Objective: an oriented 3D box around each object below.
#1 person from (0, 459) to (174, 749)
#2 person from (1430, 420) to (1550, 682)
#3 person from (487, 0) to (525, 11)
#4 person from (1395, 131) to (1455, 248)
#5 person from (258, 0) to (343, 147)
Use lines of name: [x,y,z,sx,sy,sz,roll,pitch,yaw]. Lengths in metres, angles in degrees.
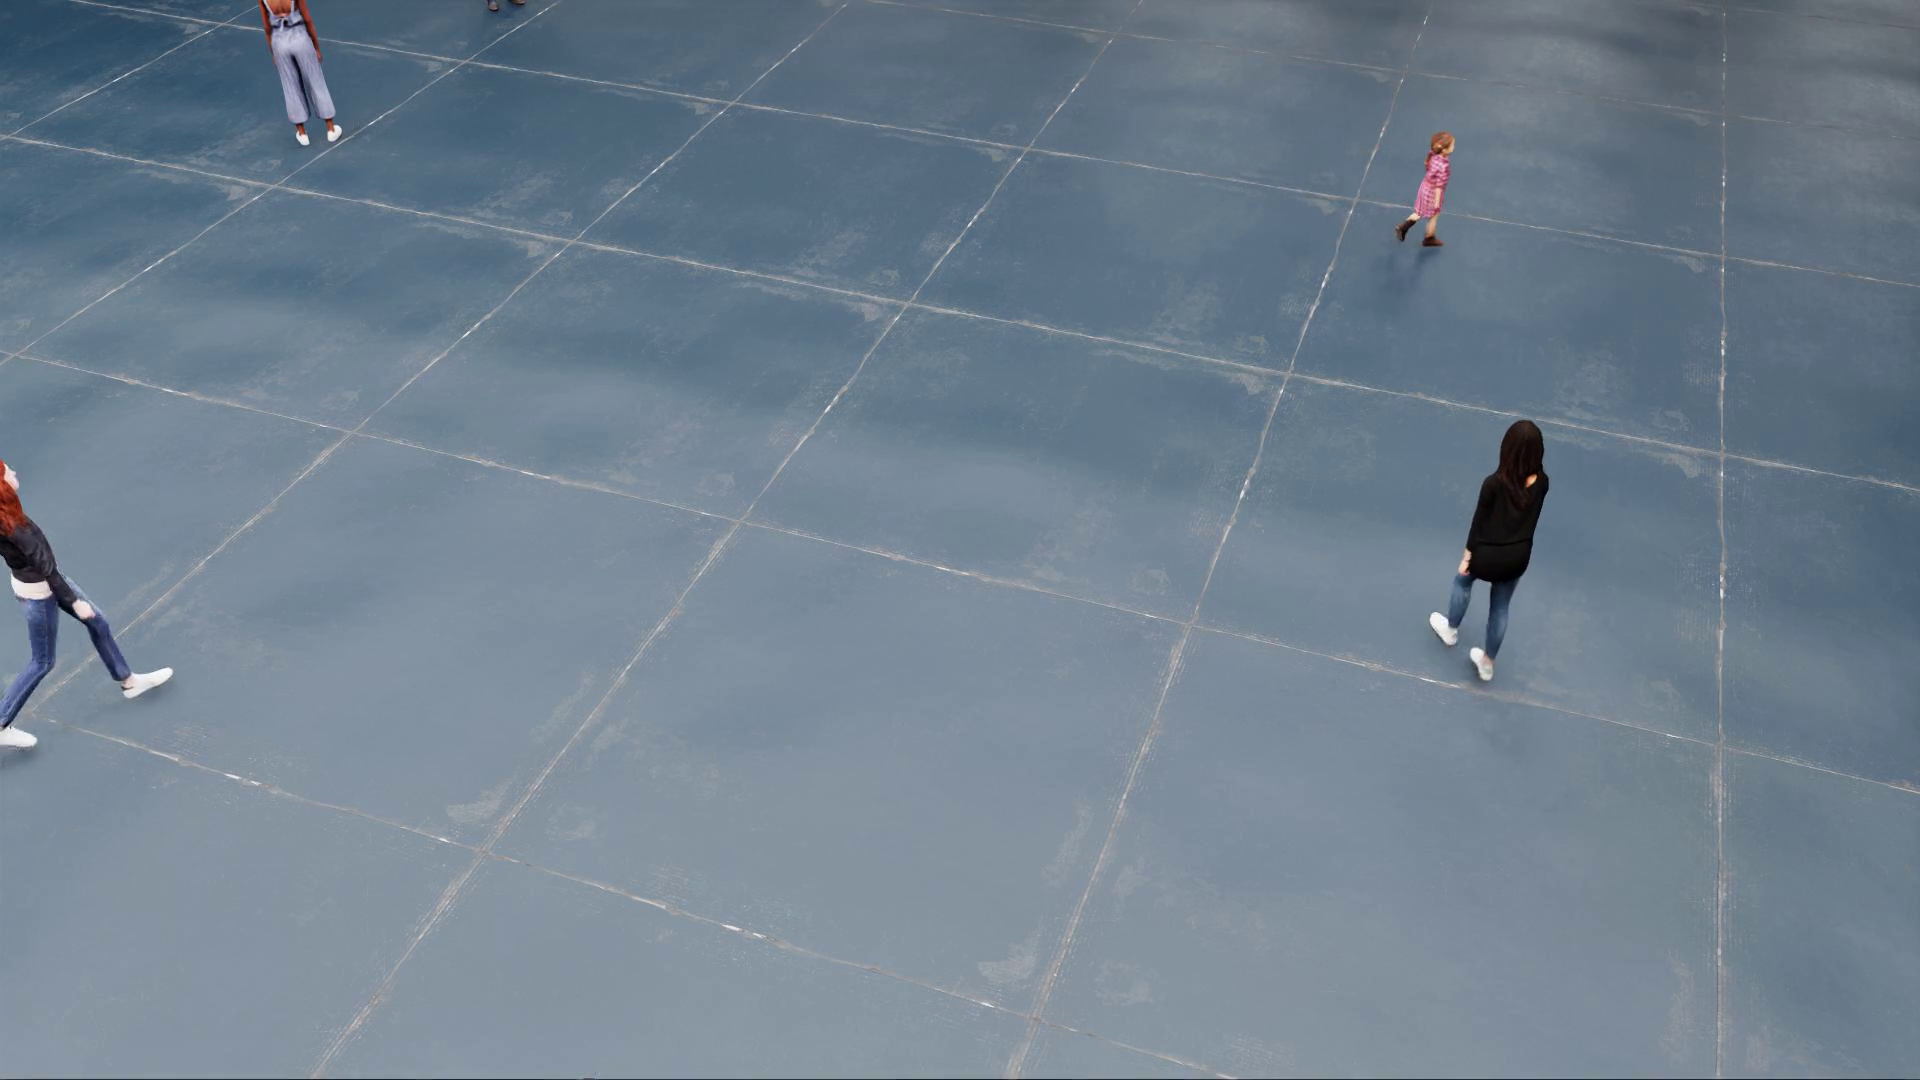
person: [-4.919,0.366,8.770,1.268,1.751,1.035,-25,45,-28]
person: [3.002,0.110,9.196,0.790,1.629,0.901,-4,38,-5]
person: [-4.966,-6.586,17.604,0.755,1.815,0.843,-21,43,-25]
person: [3.783,-2.829,13.454,0.659,1.011,0.648,-7,39,-9]
person: [-5.954,-4.378,14.878,0.658,1.697,0.688,-11,39,-13]
